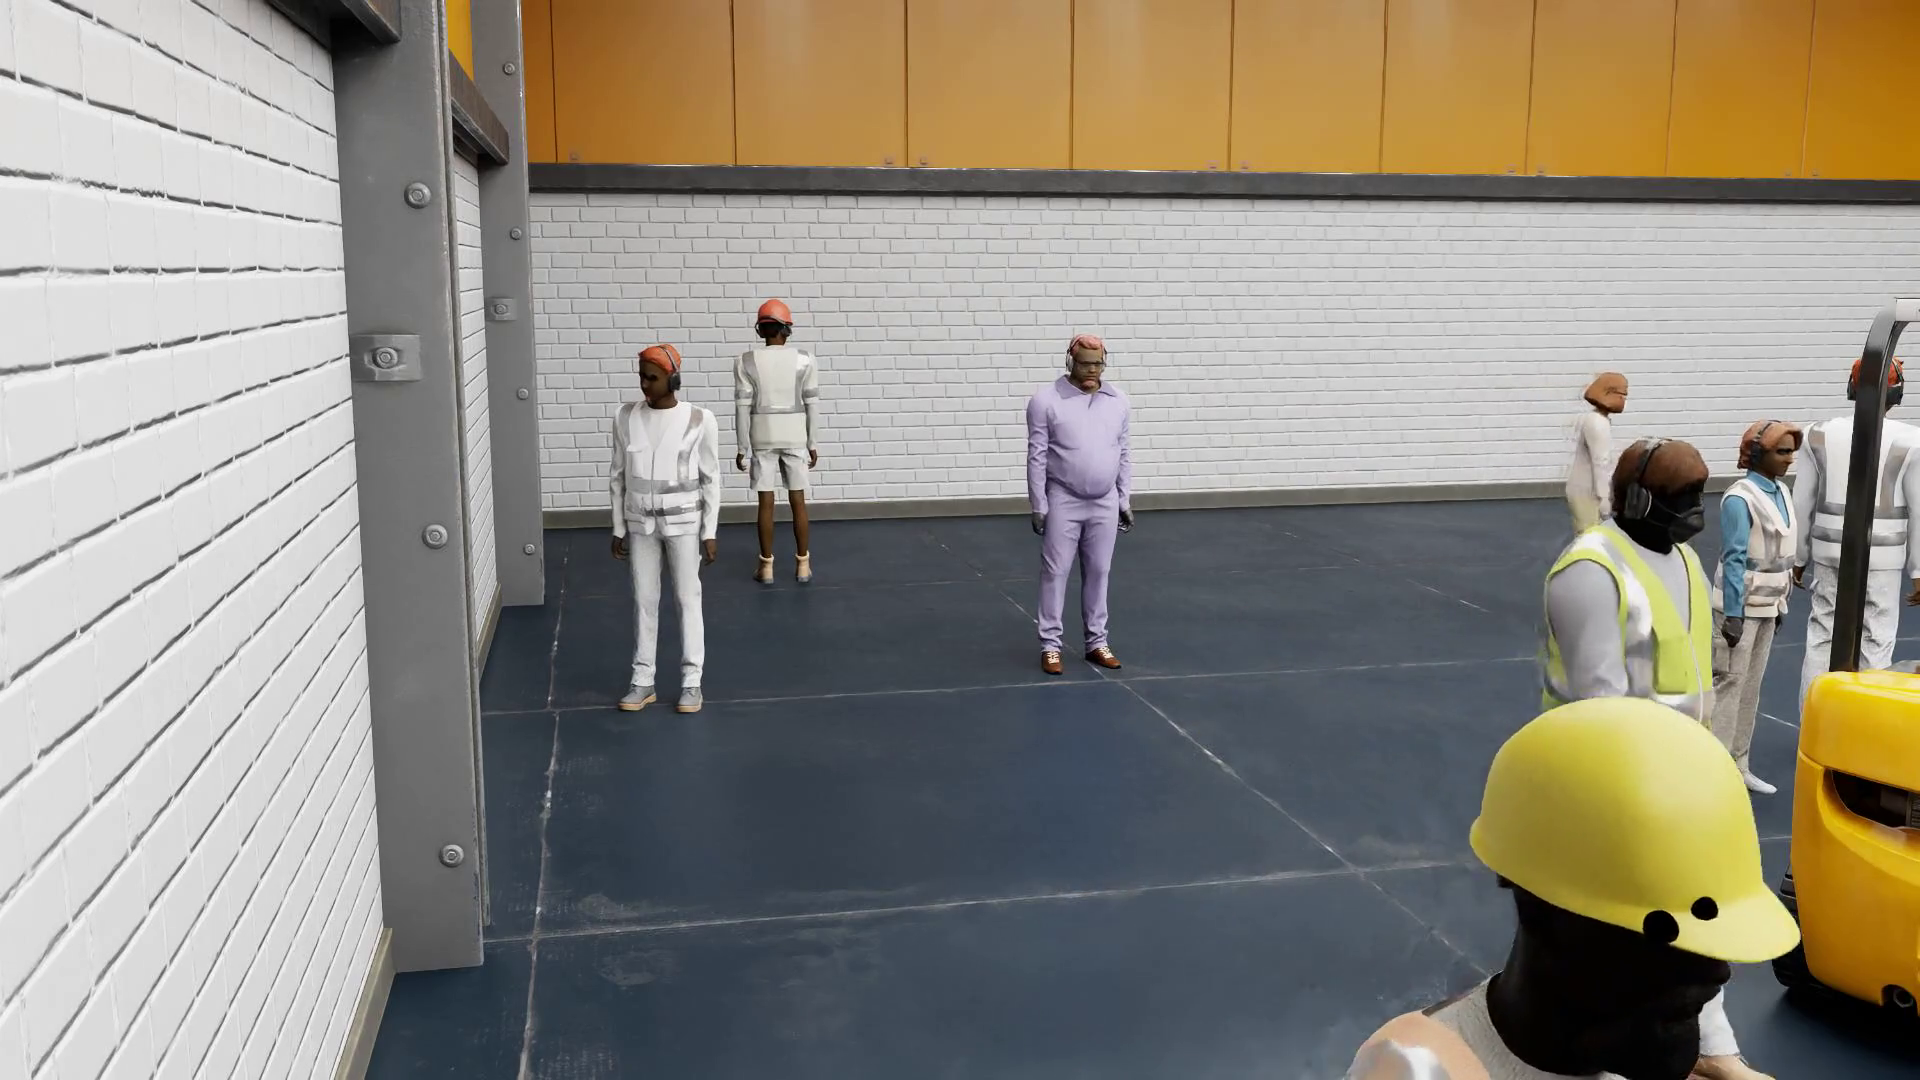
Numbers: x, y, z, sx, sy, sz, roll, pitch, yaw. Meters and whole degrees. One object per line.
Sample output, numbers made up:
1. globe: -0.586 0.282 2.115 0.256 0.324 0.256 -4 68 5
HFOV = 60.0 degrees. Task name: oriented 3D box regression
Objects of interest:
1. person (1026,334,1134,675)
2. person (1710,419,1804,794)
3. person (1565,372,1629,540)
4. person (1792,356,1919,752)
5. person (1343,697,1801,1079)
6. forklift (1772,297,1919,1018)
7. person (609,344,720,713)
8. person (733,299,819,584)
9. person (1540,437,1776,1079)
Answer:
1. person: 0.689 -0.202 9.338 0.639 1.902 0.407 -3 10 -20
2. person: 3.345 0.306 7.040 0.521 1.636 0.311 -9 13 -44
3. person: 4.020 -0.262 10.581 0.346 1.618 0.503 4 10 22
4. person: 4.086 0.097 7.561 0.340 1.882 0.586 -9 13 -43
5. person: 0.591 1.068 1.673 0.587 1.865 0.985 -7 12 -36
6. forklift: 3.542 0.334 5.177 2.313 2.155 1.214 -9 13 -43
7. person: -1.510 -0.055 8.485 0.572 1.886 0.355 2 9 9
8. person: -1.318 -0.703 11.968 0.607 2.039 0.395 -2 9 -11
9. person: 1.888 0.639 4.499 0.642 1.809 0.850 -6 11 -35
